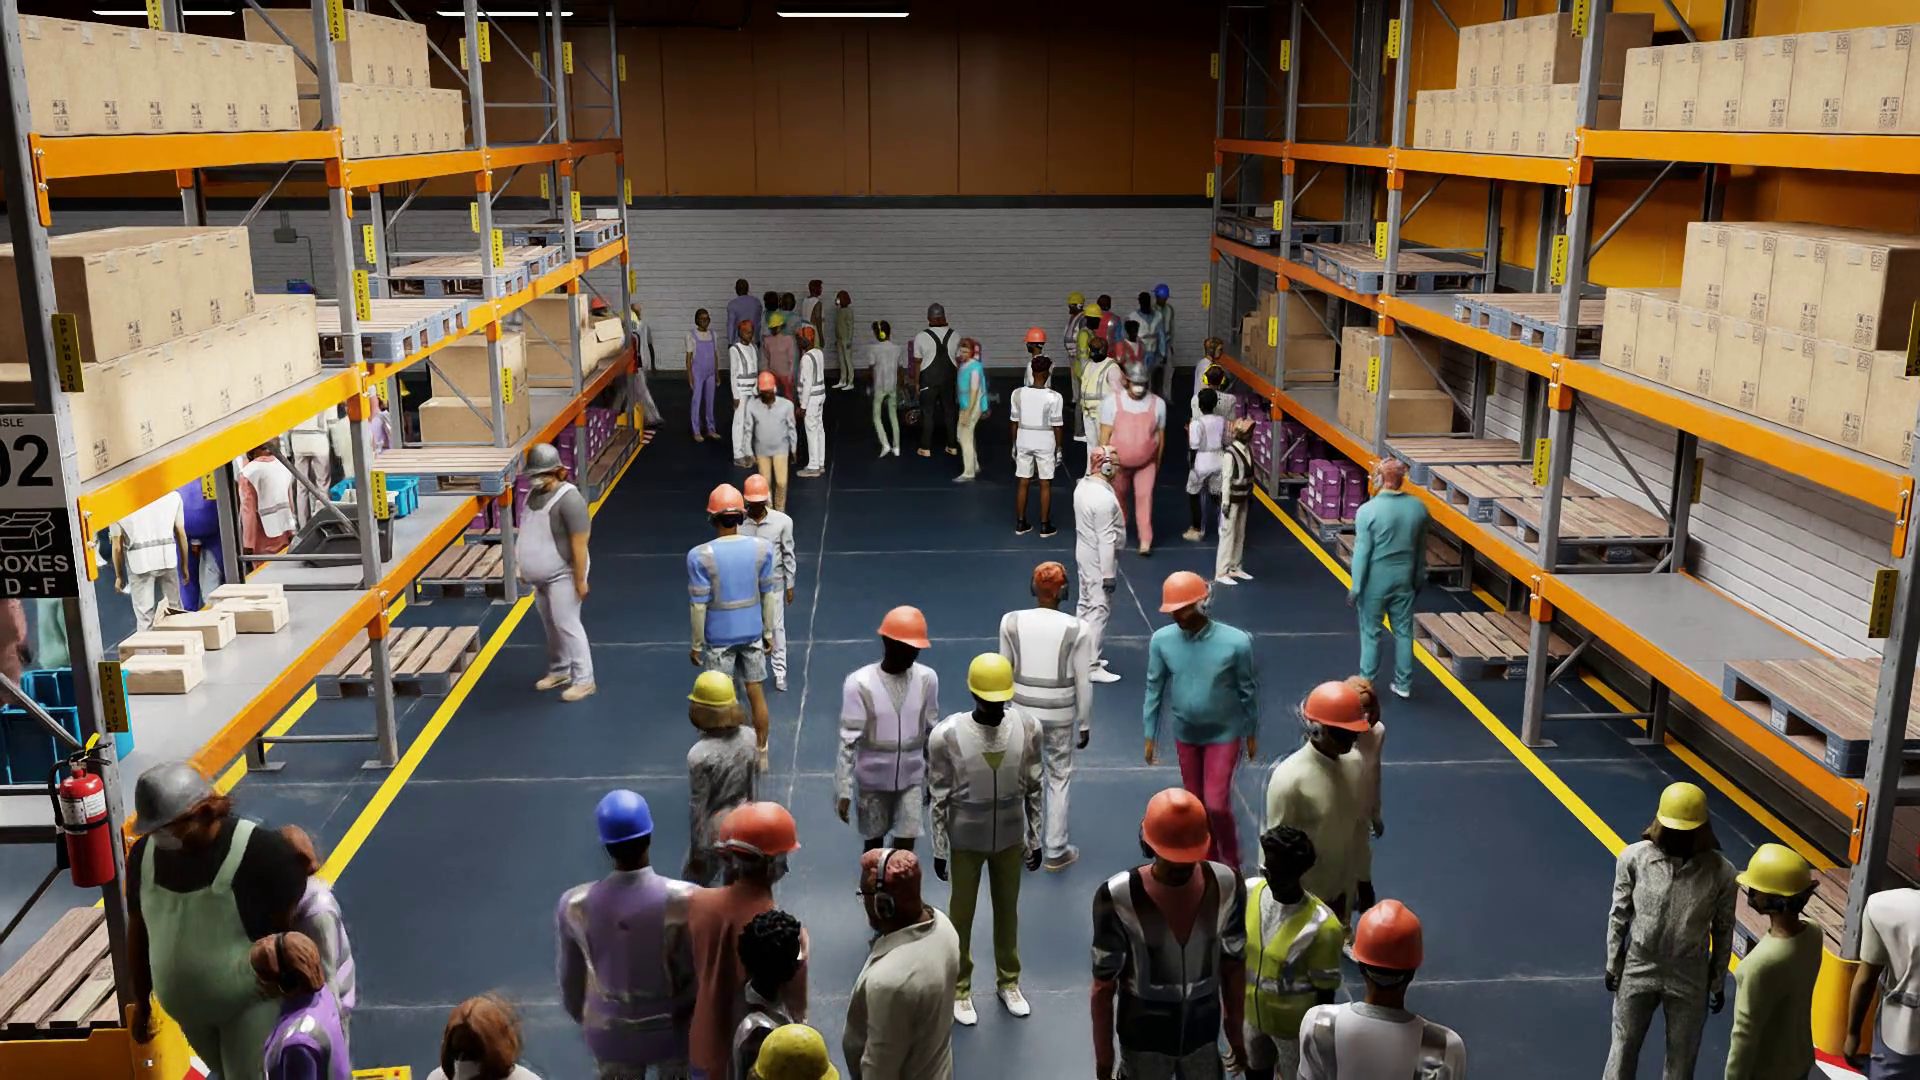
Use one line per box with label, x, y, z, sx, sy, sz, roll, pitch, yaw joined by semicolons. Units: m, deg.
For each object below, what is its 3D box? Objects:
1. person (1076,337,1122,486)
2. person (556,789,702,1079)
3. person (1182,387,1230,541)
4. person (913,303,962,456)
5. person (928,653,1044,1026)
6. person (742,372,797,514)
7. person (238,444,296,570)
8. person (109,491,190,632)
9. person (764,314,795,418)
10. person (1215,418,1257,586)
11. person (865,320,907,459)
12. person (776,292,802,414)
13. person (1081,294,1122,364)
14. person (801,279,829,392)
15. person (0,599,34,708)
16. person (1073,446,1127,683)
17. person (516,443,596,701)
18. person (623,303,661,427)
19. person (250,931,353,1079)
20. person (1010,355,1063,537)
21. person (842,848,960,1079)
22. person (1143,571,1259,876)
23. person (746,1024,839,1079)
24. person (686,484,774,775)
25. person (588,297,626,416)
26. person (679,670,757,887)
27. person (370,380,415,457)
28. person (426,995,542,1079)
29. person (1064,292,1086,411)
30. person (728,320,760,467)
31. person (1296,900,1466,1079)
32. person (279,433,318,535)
person;1.669;-1.543;20.173;0.429;1.842;0.637;-9;17;-32
person;-1.241;1.902;6.508;0.652;1.918;0.437;0;14;-1
person;2.652;-0.756;17.438;0.536;1.673;0.688;-9;17;-32
person;-0.309;-2.147;22.147;0.684;2.000;0.537;-5;15;-17
person;0.139;1.465;8.213;0.586;1.920;0.396;-4;15;-16
person;-2.071;-0.964;18.108;0.588;1.728;0.665;-1;14;-3
person;-5.880;-0.046;14.169;0.401;1.909;0.599;3;15;12
person;-6.395;0.236;13.171;0.567;1.849;0.386;-12;19;-39
person;-2.571;-2.283;23.289;0.534;1.734;0.829;6;15;21
person;2.667;-0.374;16.020;0.325;1.625;0.517;10;18;35
person;-0.951;-1.983;21.896;0.528;1.841;0.565;-8;16;-27
person;-2.605;-2.830;25.248;0.501;1.839;0.346;7;16;24
person;2.131;-2.766;25.003;0.631;1.837;0.432;6;15;21
person;-2.401;-3.338;27.236;0.396;1.840;0.564;-7;16;-25
person;-6.399;0.800;10.965;0.402;1.871;0.779;8;16;27
person;1.128;0.185;13.281;0.403;1.900;0.645;-3;15;-11
person;-3.165;0.219;12.860;0.539;2.000;0.721;-13;19;-41
person;-4.717;-2.552;24.258;0.993;1.789;0.499;8;16;28
person;-2.335;2.169;6.026;0.316;1.631;0.518;-4;15;-15
person;0.827;-1.005;17.840;0.609;1.958;0.374;6;16;23
person;-0.225;2.021;6.086;0.401;1.894;0.656;4;15;15
person;1.379;1.105;9.570;0.630;1.944;0.580;8;16;29
person;-0.524;2.316;5.241;0.320;1.738;0.483;7;16;24
person;-1.551;0.628;11.246;0.609;2.044;0.396;-8;16;-28
person;-5.072;-2.569;24.085;0.568;1.896;0.562;13;19;41
person;-1.209;1.499;8.452;0.391;1.736;0.486;10;18;35
person;-5.572;-0.660;16.531;0.363;1.930;0.587;3;15;12
person;-1.553;2.266;5.681;0.502;1.608;0.762;3;15;13
person;1.795;-2.893;25.510;0.403;1.824;0.594;-4;15;-15
person;-2.773;-1.903;21.507;0.359;1.882;0.575;6;16;23
person;1.395;2.128;5.597;0.543;1.929;0.386;7;16;24
person;-7.126;-0.989;17.930;0.575;1.880;0.358;-7;16;-26
